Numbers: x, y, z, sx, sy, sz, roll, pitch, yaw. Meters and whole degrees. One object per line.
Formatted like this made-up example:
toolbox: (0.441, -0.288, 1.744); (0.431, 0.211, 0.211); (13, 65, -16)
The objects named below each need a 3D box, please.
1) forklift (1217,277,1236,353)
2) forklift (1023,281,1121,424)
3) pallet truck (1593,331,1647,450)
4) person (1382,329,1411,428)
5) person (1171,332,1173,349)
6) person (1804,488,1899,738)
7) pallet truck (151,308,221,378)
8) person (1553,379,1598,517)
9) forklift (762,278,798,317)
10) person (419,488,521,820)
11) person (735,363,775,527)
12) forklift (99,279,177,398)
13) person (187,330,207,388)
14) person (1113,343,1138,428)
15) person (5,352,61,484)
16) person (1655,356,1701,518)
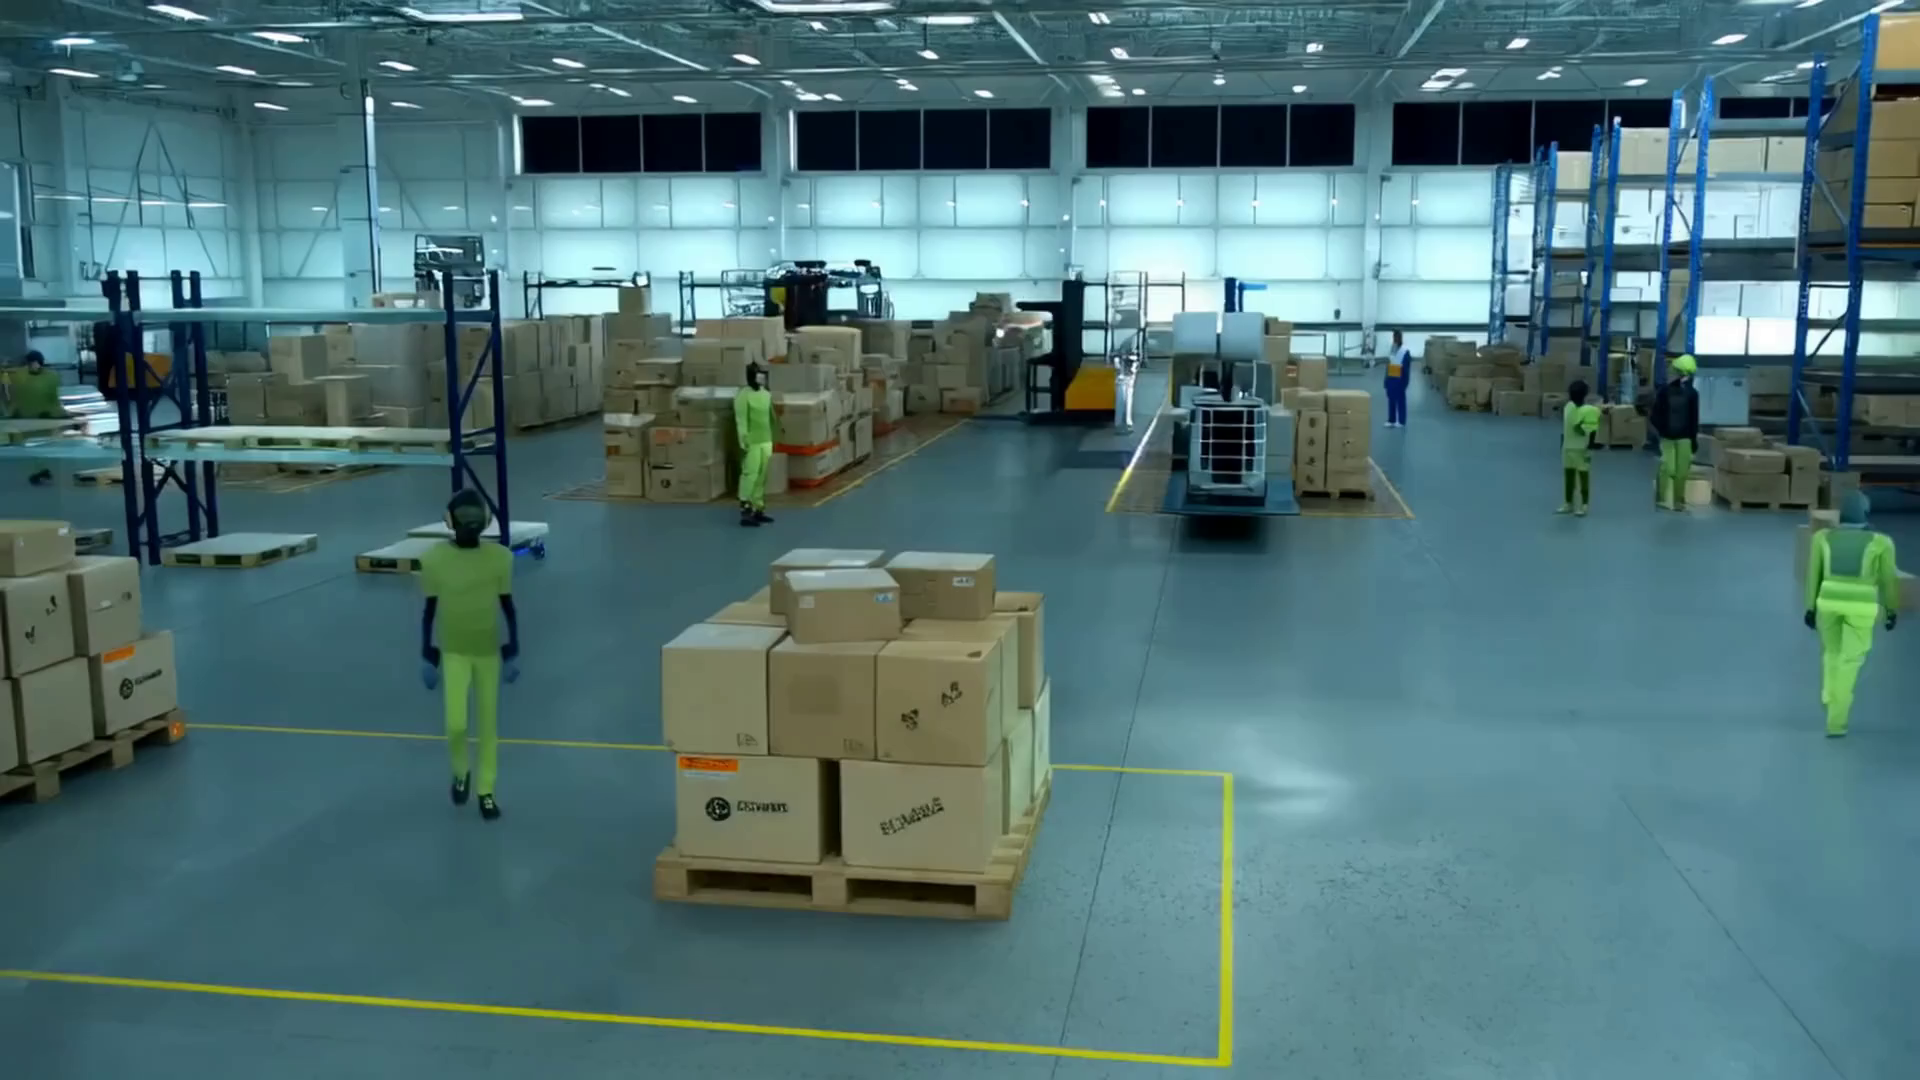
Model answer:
forklift: (7.822, -6.234, 48.363); (1.873, 2.768, 1.129); (1, 9, 9)
forklift: (2.245, -3.726, 32.891); (1.873, 2.768, 1.129); (1, 9, 9)
pallet truck: (11.253, -2.573, 28.499); (0.823, 1.965, 1.885); (5, 10, 27)
person: (8.431, -3.107, 32.069); (0.397, 1.911, 0.587); (-5, 11, -31)
person: (5.475, -4.554, 40.929); (0.542, 1.929, 0.369); (-3, 10, -17)
person: (5.888, 0.468, 10.944); (0.729, 1.614, 0.520); (-8, 12, -40)
pallet truck: (-21.869, -5.598, 47.154); (0.823, 1.965, 1.885); (4, 10, 26)
person: (7.632, -1.137, 20.557); (0.322, 1.699, 0.536); (-4, 10, -23)
forklift: (-4.573, -5.284, 42.502); (1.129, 2.768, 1.873); (-8, 12, -40)
person: (-2.706, 0.630, 9.190); (0.553, 1.854, 0.423); (-4, 10, -24)
person: (-2.433, -1.136, 19.822); (0.351, 1.936, 0.634); (5, 10, 27)
forklift: (-19.606, -4.720, 39.027); (1.873, 2.768, 1.129); (1, 9, 9)
person: (-17.395, -3.944, 37.921); (0.548, 1.679, 0.383); (6, 11, 33)
person: (3.194, -2.987, 32.160); (0.522, 1.636, 0.310); (-3, 10, -15)
person: (-13.270, -1.754, 23.845); (0.654, 1.871, 1.072); (-2, 9, -11)
person: (8.853, -1.269, 20.467); (0.388, 1.990, 0.623); (-3, 10, -19)
